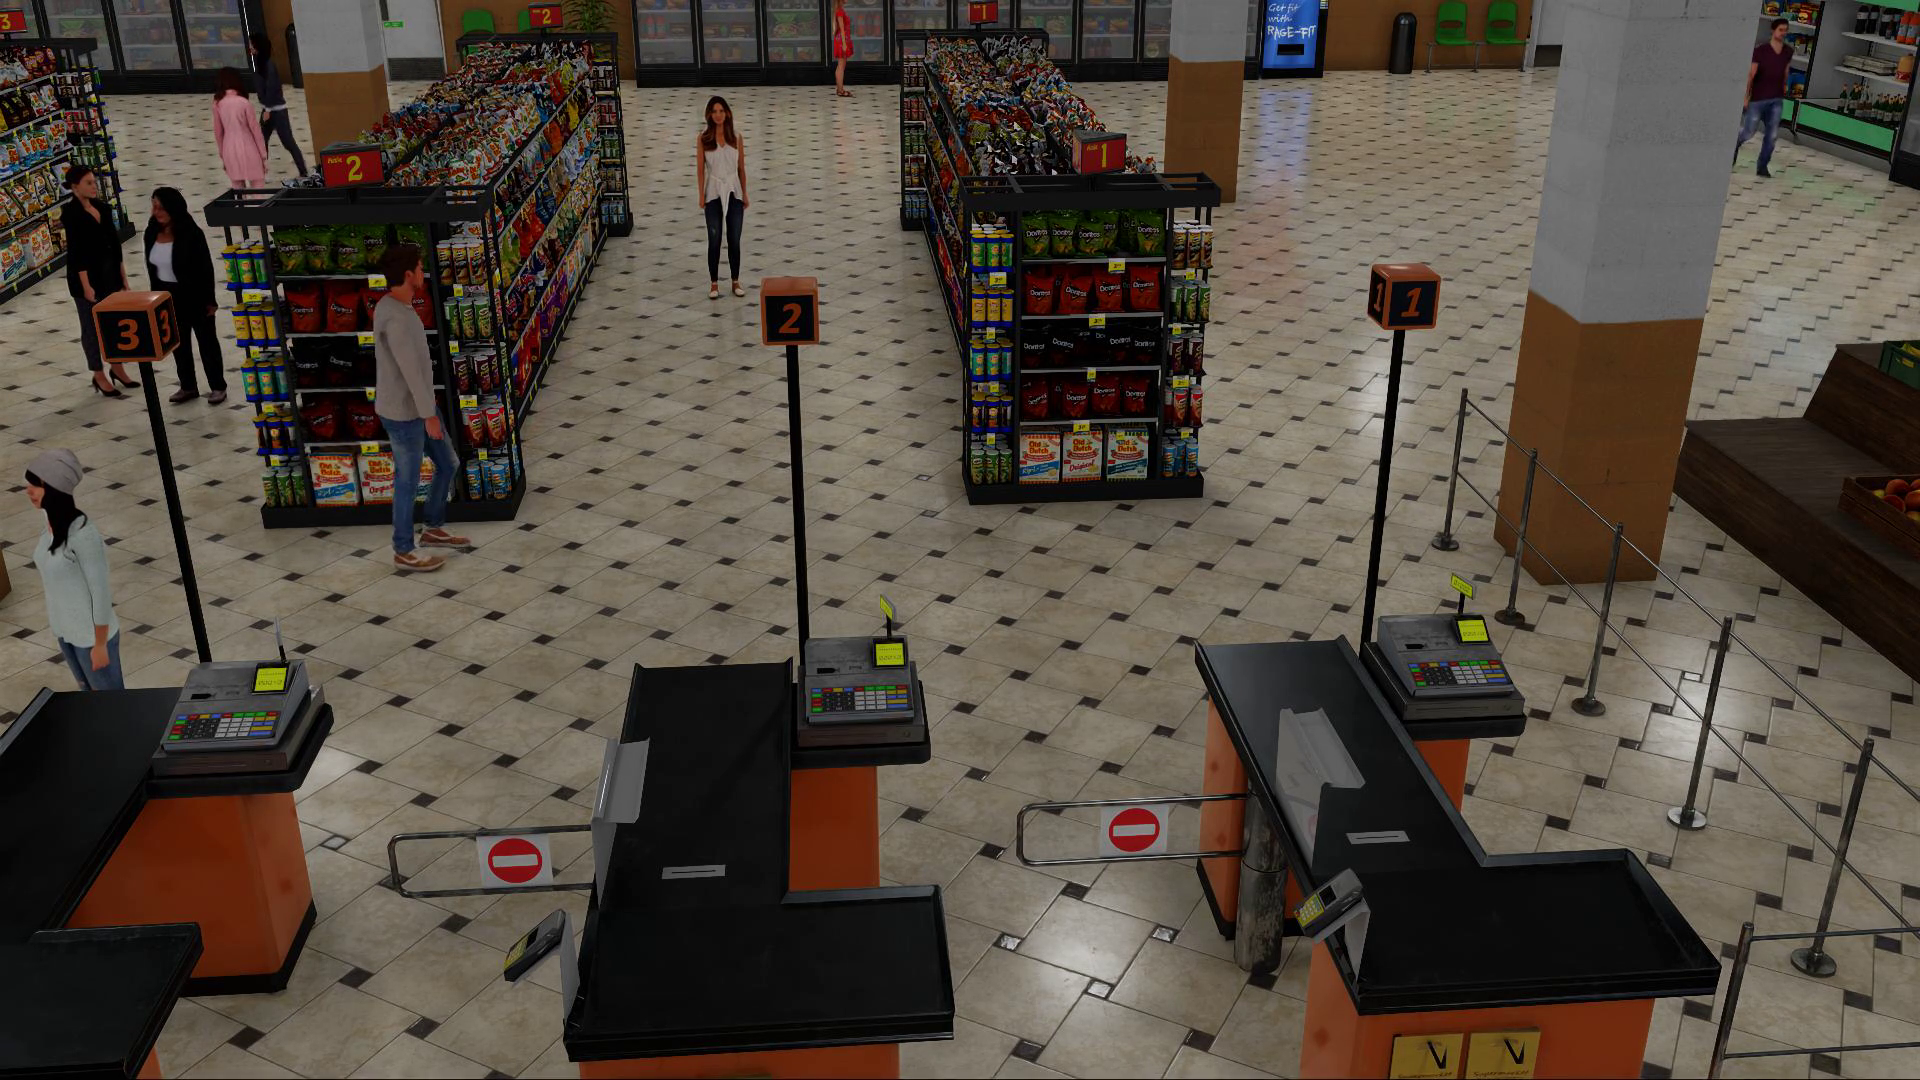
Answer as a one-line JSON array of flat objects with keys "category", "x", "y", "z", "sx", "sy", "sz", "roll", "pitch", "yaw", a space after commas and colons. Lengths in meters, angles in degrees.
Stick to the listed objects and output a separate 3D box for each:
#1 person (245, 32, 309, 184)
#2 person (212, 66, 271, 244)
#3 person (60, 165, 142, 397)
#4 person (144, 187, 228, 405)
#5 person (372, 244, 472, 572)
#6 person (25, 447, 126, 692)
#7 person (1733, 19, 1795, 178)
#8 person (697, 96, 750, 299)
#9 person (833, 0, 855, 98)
[{"category": "person", "x": -7.927, "y": -5.015, "z": 19.439, "sx": 1.027, "sy": 1.738, "sz": 1.010, "roll": -22, "pitch": 32, "yaw": -40}, {"category": "person", "x": -7.133, "y": -3.777, "z": 16.532, "sx": 0.646, "sy": 1.801, "sz": 0.558, "roll": 1, "pitch": 24, "yaw": 2}, {"category": "person", "x": -6.476, "y": -1.941, "z": 12.446, "sx": 0.761, "sy": 1.713, "sz": 0.611, "roll": 5, "pitch": 24, "yaw": 11}, {"category": "person", "x": -5.697, "y": -1.796, "z": 12.235, "sx": 0.683, "sy": 1.616, "sz": 0.681, "roll": 3, "pitch": 24, "yaw": 6}, {"category": "person", "x": -3.224, "y": -0.727, "z": 9.464, "sx": 0.785, "sy": 1.879, "sz": 0.583, "roll": -2, "pitch": 24, "yaw": -4}, {"category": "person", "x": -3.801, "y": 0.378, "z": 7.231, "sx": 0.637, "sy": 1.645, "sz": 0.698, "roll": 19, "pitch": 30, "yaw": 37}, {"category": "person", "x": 9.676, "y": -5.336, "z": 20.054, "sx": 0.711, "sy": 1.833, "sz": 1.022, "roll": 0, "pitch": 24, "yaw": -1}, {"category": "person", "x": -2.129, "y": -3.078, "z": 14.956, "sx": 0.644, "sy": 1.784, "sz": 0.596, "roll": -7, "pitch": 25, "yaw": -16}, {"category": "person", "x": -1.842, "y": -7.709, "z": 25.778, "sx": 0.632, "sy": 1.593, "sz": 0.485, "roll": -3, "pitch": 24, "yaw": -7}]
